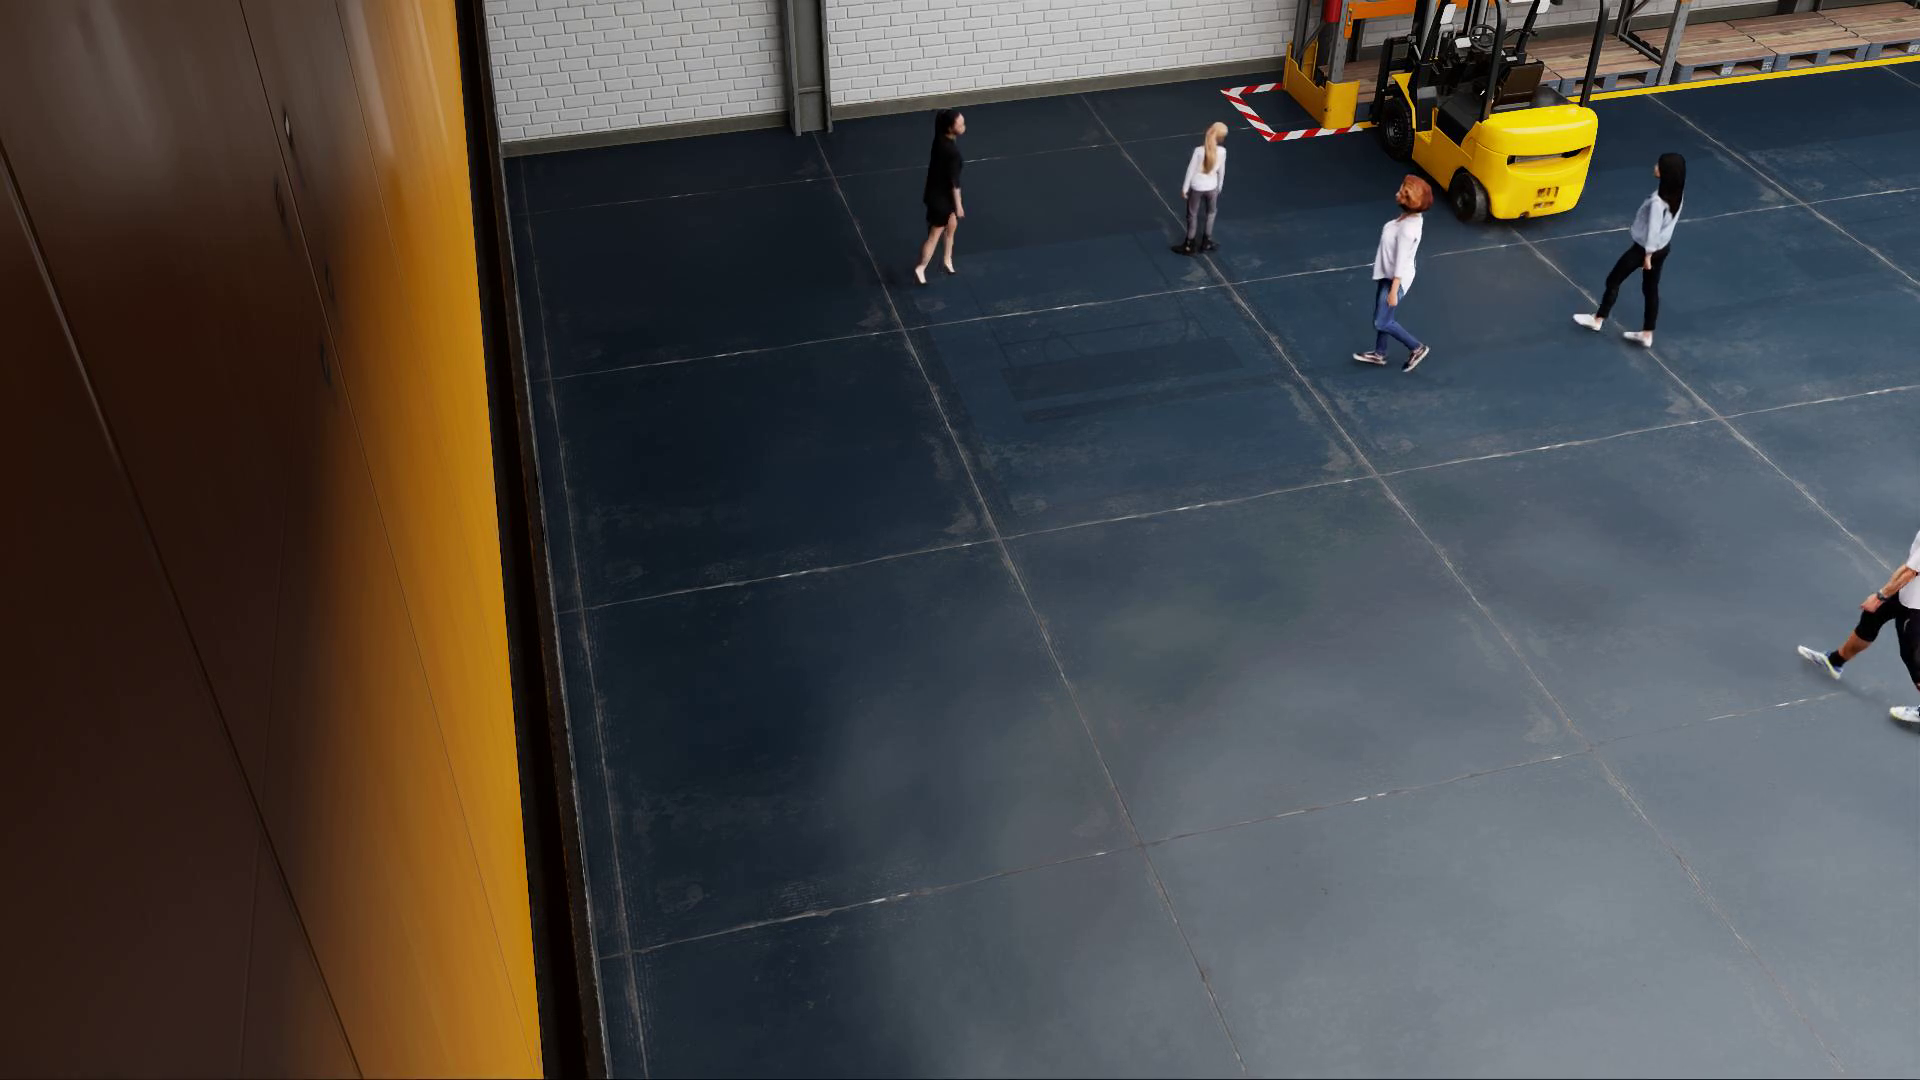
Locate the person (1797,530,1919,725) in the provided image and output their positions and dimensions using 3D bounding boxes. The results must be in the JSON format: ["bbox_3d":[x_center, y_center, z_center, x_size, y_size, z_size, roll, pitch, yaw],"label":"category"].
[{"bbox_3d":[5.931,0.378,10.142,1.146,1.816,1.230,32,48,33],"label":"person"}]

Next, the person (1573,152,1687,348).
[{"bbox_3d":[5.739,-2.349,13.662,0.942,1.684,0.921,-31,48,-33],"label":"person"}]

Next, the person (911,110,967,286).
[{"bbox_3d":[-0.237,-2.940,14.424,0.702,1.656,0.603,-13,40,-16],"label":"person"}]

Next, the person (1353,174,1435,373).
[{"bbox_3d":[3.582,-2.096,13.338,0.951,1.693,0.856,10,40,12],"label":"person"}]

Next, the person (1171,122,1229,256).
[{"bbox_3d":[2.188,-3.163,15.020,0.413,1.261,0.670,-17,42,-20],"label":"person"}]
